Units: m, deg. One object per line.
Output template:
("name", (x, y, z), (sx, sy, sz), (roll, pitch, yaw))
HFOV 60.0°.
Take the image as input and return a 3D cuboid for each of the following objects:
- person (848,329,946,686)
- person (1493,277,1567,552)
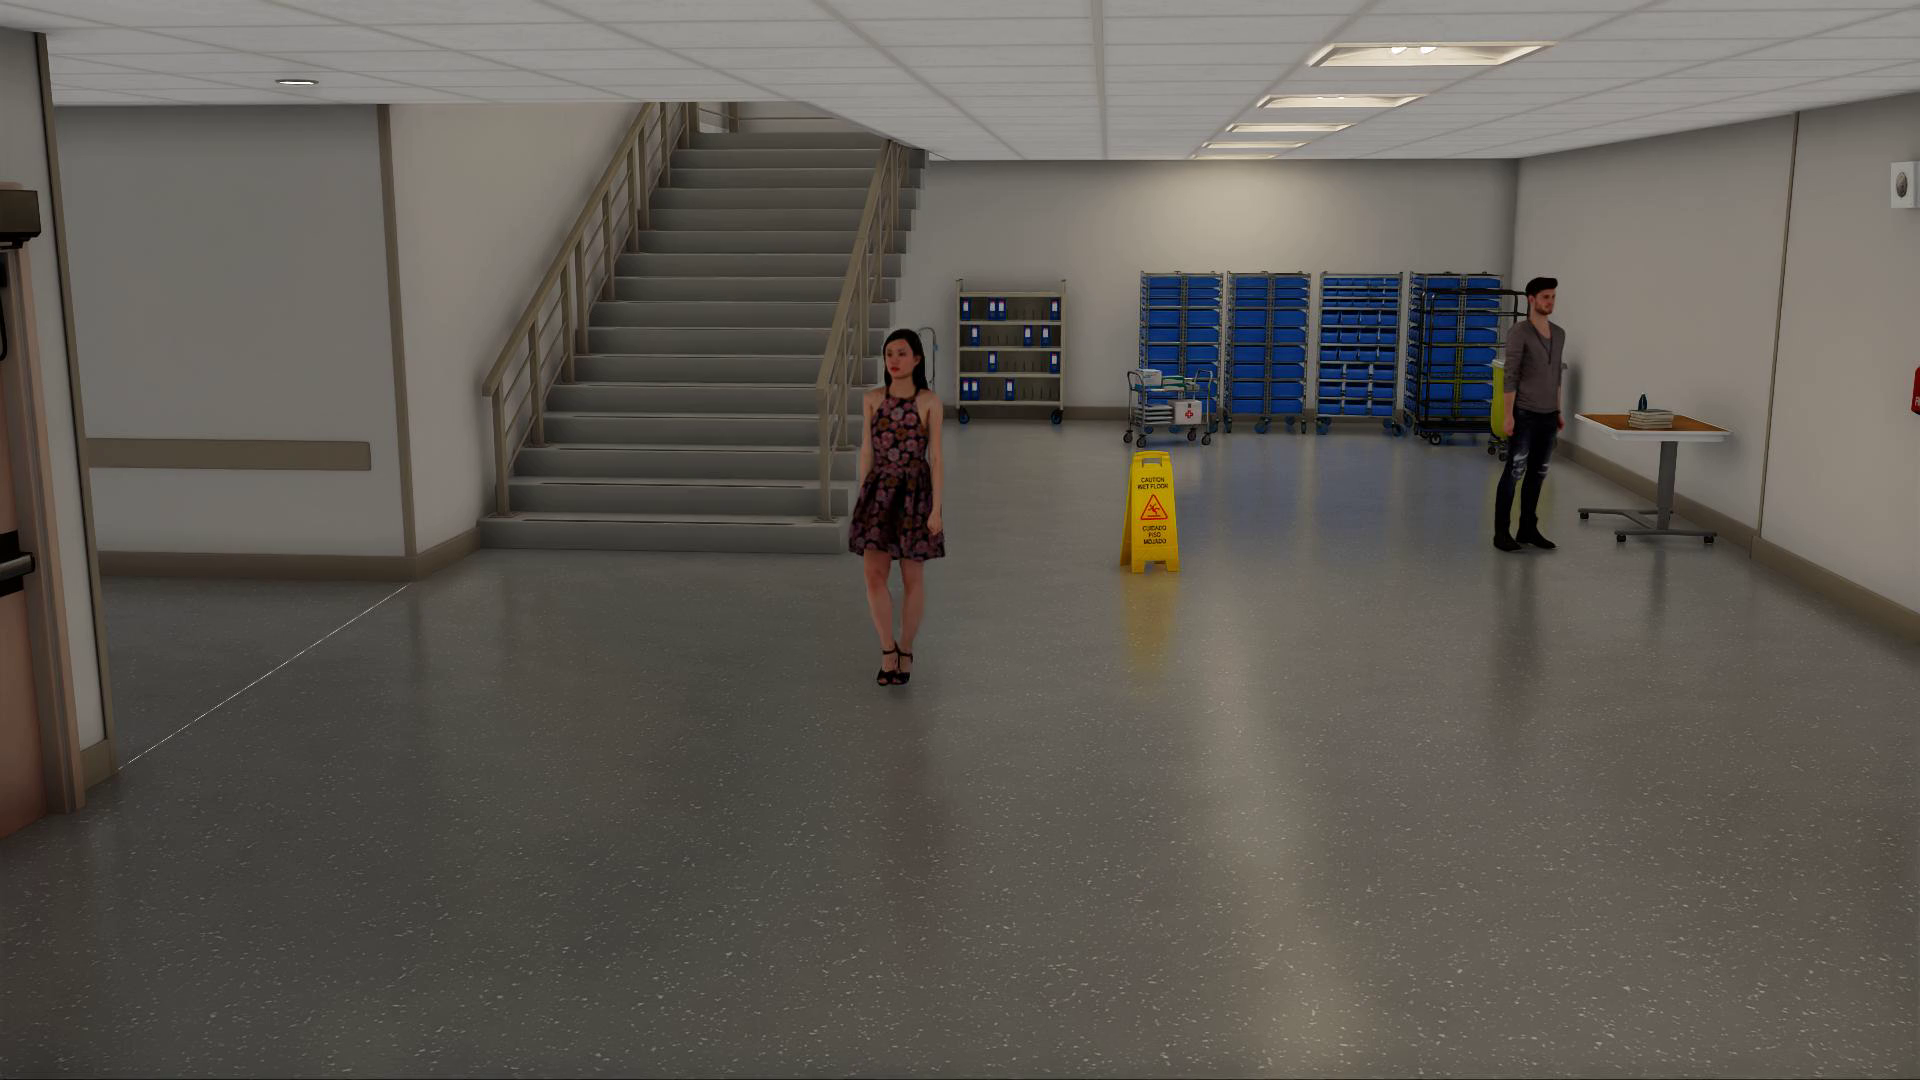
("person", (-0.264, -0.146, 8.154), (0.672, 1.762, 0.761), (3, 11, 13))
("person", (4.011, -0.888, 11.686), (0.776, 1.903, 0.765), (-5, 12, -26))
